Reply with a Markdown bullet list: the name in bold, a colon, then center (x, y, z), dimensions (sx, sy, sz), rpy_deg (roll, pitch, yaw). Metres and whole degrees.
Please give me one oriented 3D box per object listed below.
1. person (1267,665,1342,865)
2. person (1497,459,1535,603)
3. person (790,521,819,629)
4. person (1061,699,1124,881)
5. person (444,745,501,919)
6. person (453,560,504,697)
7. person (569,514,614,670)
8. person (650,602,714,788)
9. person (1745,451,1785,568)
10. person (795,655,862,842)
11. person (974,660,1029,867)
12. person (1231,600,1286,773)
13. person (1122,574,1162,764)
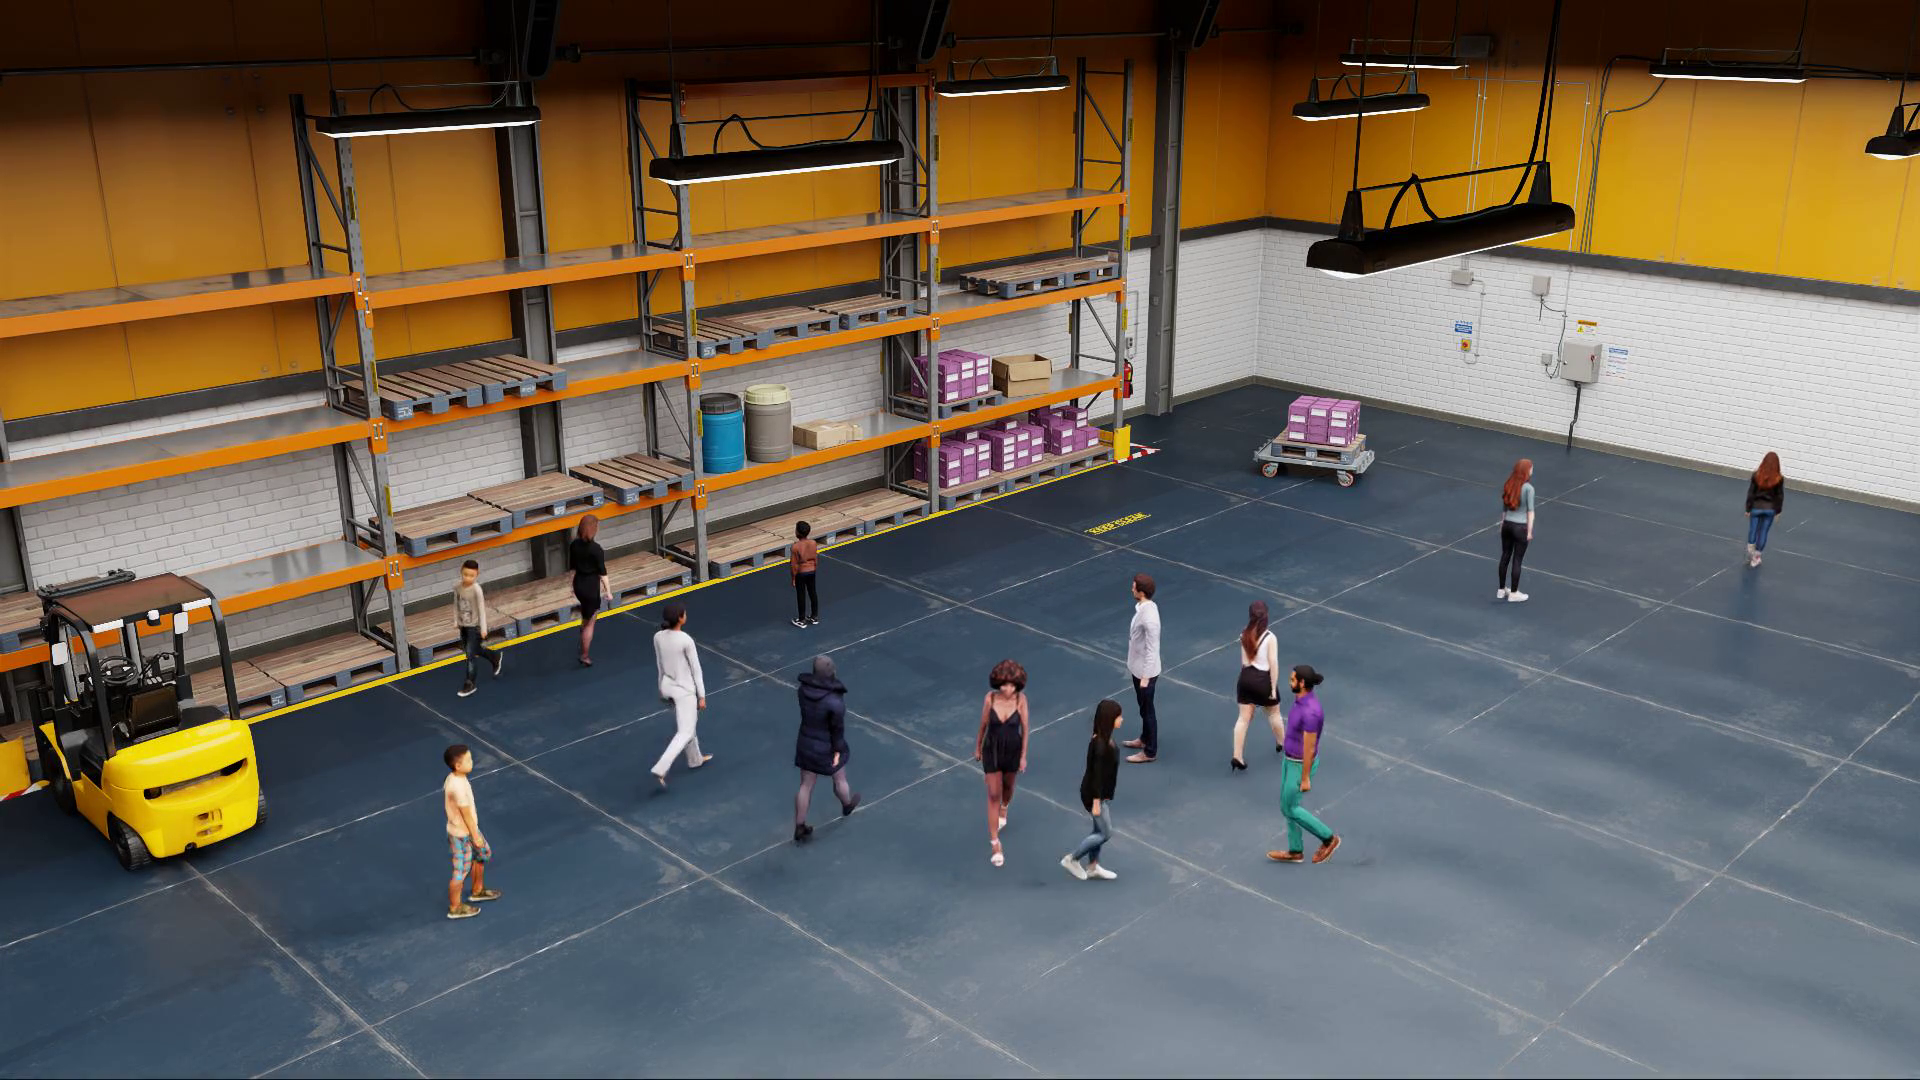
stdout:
- **person**: center (2.928, 1.890, 13.852), dimensions (0.962, 1.741, 0.904), rpy_deg (0, 19, -1)
- **person**: center (6.635, -0.127, 19.839), dimensions (0.612, 1.742, 0.625), rpy_deg (-10, 21, -28)
- **person**: center (-1.781, 0.380, 19.103), dimensions (0.434, 1.251, 0.591), rpy_deg (-14, 23, -36)
- **person**: center (1.053, 2.047, 13.555), dimensions (0.850, 1.633, 0.792), rpy_deg (1, 19, 4)
- **person**: center (-3.986, 2.301, 13.087), dimensions (0.750, 1.449, 0.672), rpy_deg (-6, 19, -16)
- **person**: center (-5.033, 0.880, 17.328), dimensions (0.681, 1.436, 0.944), rpy_deg (12, 22, 31)
- **person**: center (-4.053, 0.586, 17.820), dimensions (0.665, 1.679, 0.687), rpy_deg (13, 23, 35)
- **person**: center (-2.626, 1.426, 15.280), dimensions (0.775, 1.709, 1.144), rpy_deg (12, 22, 32)
- **person**: center (10.150, -0.363, 21.012), dimensions (0.769, 1.442, 1.022), rpy_deg (9, 21, 25)
- **person**: center (-1.248, 1.809, 14.275), dimensions (0.828, 1.625, 1.137), rpy_deg (11, 22, 30)
- **person**: center (0.374, 1.803, 14.122), dimensions (1.075, 1.734, 1.124), rpy_deg (0, 19, 1)
- **person**: center (2.700, 1.401, 15.524), dimensions (0.673, 1.601, 1.023), rpy_deg (15, 24, 37)
- **person**: center (1.755, 1.195, 15.746), dimensions (0.807, 1.849, 0.741), rpy_deg (0, 19, 1)
